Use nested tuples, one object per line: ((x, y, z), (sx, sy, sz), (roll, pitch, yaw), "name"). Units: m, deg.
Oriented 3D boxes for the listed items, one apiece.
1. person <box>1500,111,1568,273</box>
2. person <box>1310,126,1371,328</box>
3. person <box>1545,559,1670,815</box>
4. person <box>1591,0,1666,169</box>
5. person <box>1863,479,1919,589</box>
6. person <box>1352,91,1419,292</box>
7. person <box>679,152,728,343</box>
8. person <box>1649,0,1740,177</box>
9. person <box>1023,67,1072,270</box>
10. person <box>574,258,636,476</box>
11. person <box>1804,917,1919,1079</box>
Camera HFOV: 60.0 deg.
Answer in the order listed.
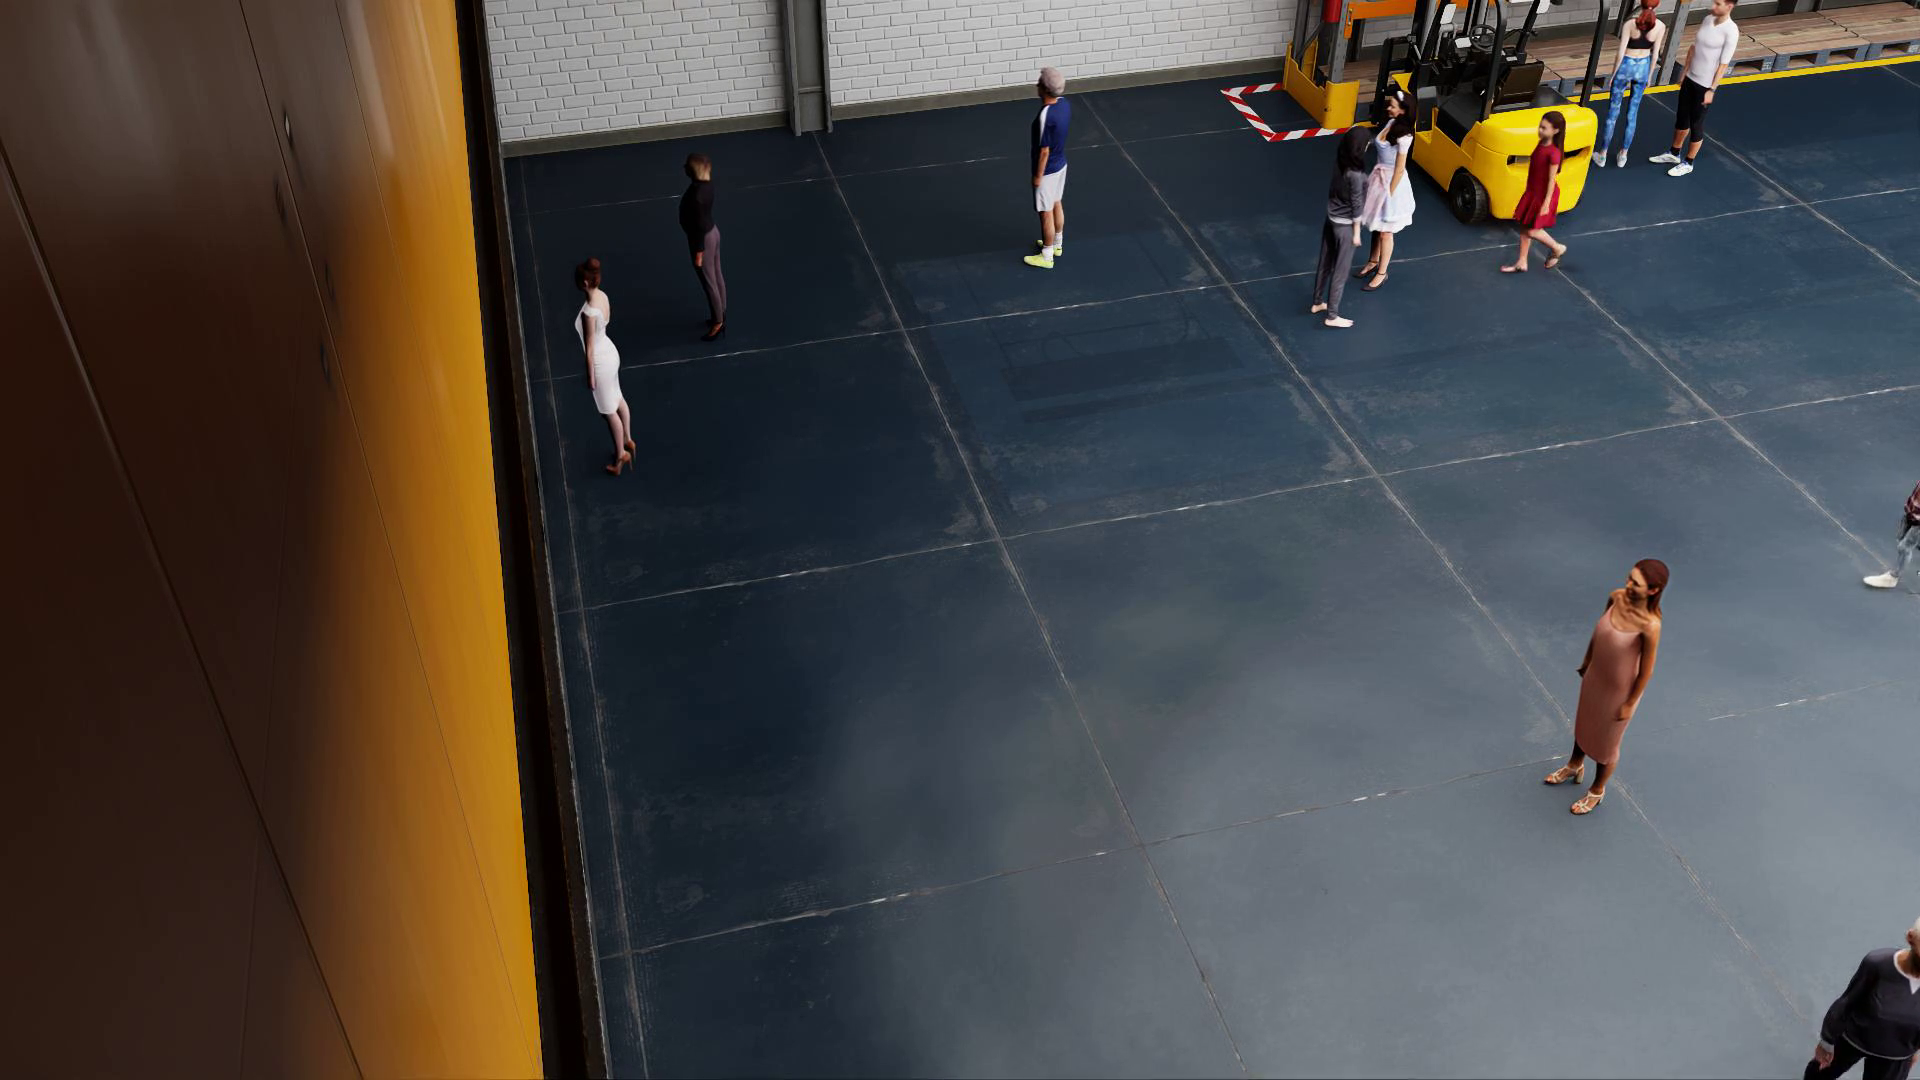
((5.184, -3.055, 14.663), (0.819, 1.537, 0.594), (-5, 39, -6), "person")
((3.204, -2.639, 13.960), (0.516, 1.765, 0.599), (-11, 40, -14), "person")
((3.753, 0.837, 9.554), (0.514, 1.831, 0.604), (-12, 40, -14), "person")
((6.571, -4.522, 16.301), (0.631, 1.785, 0.715), (4, 39, 5), "person")
((6.616, -0.190, 11.271), (0.831, 1.294, 0.668), (2, 39, 2), "person")
((3.695, -3.020, 14.395), (0.753, 1.818, 0.729), (-4, 39, -6), "person")
((-2.099, -2.434, 13.778), (0.635, 1.672, 0.660), (3, 39, 3), "person")
((7.231, -4.484, 16.198), (0.547, 1.855, 0.654), (-10, 40, -12), "person")
((0.789, -3.306, 14.736), (0.762, 1.838, 0.720), (16, 41, 19), "person")
((-2.611, -1.271, 12.225), (0.586, 1.793, 0.614), (2, 39, 3), "person")
((4.301, 2.280, 7.848), (0.974, 1.705, 0.982), (12, 40, 15), "person")
